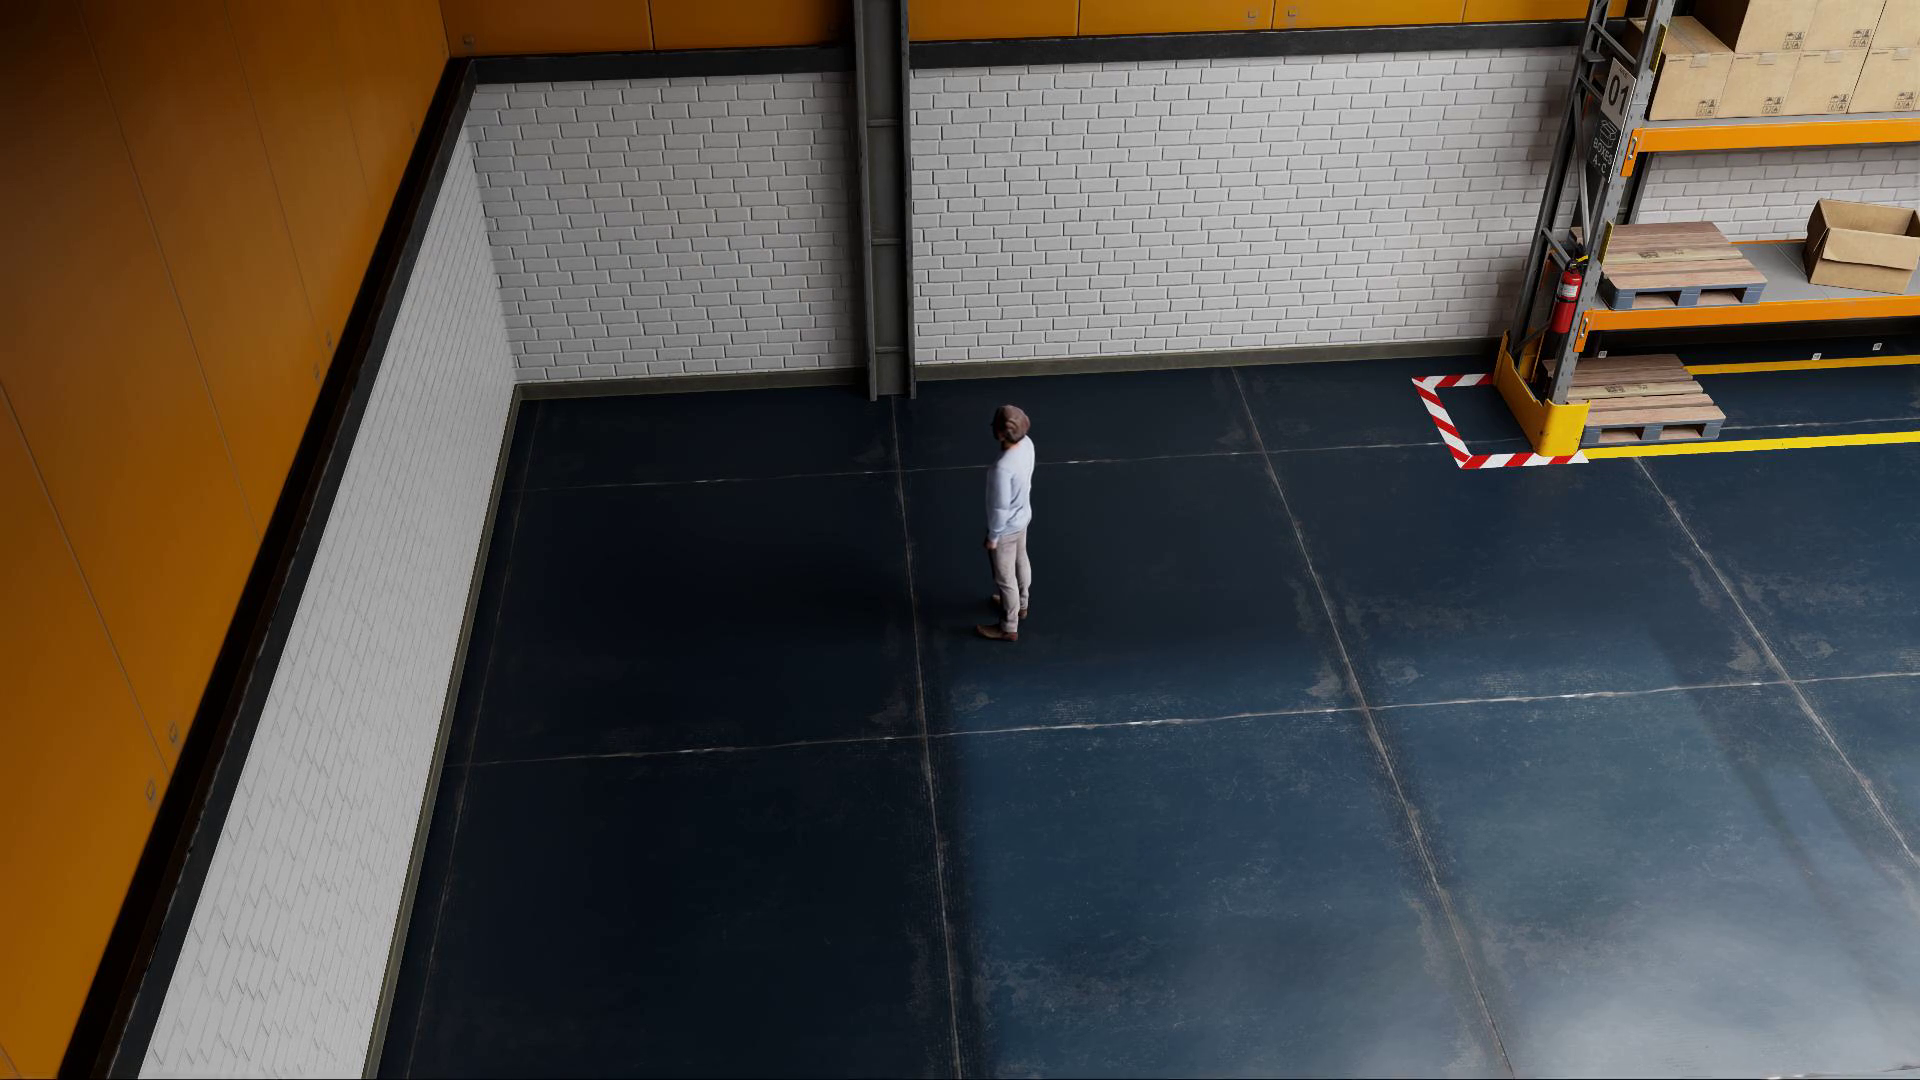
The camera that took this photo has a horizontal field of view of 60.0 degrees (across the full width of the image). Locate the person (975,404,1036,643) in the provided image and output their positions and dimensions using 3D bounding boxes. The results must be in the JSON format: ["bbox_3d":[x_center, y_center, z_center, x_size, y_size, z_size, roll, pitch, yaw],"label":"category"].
[{"bbox_3d":[0.335,-0.127,11.363,0.742,1.894,0.742,15,41,17],"label":"person"}]
